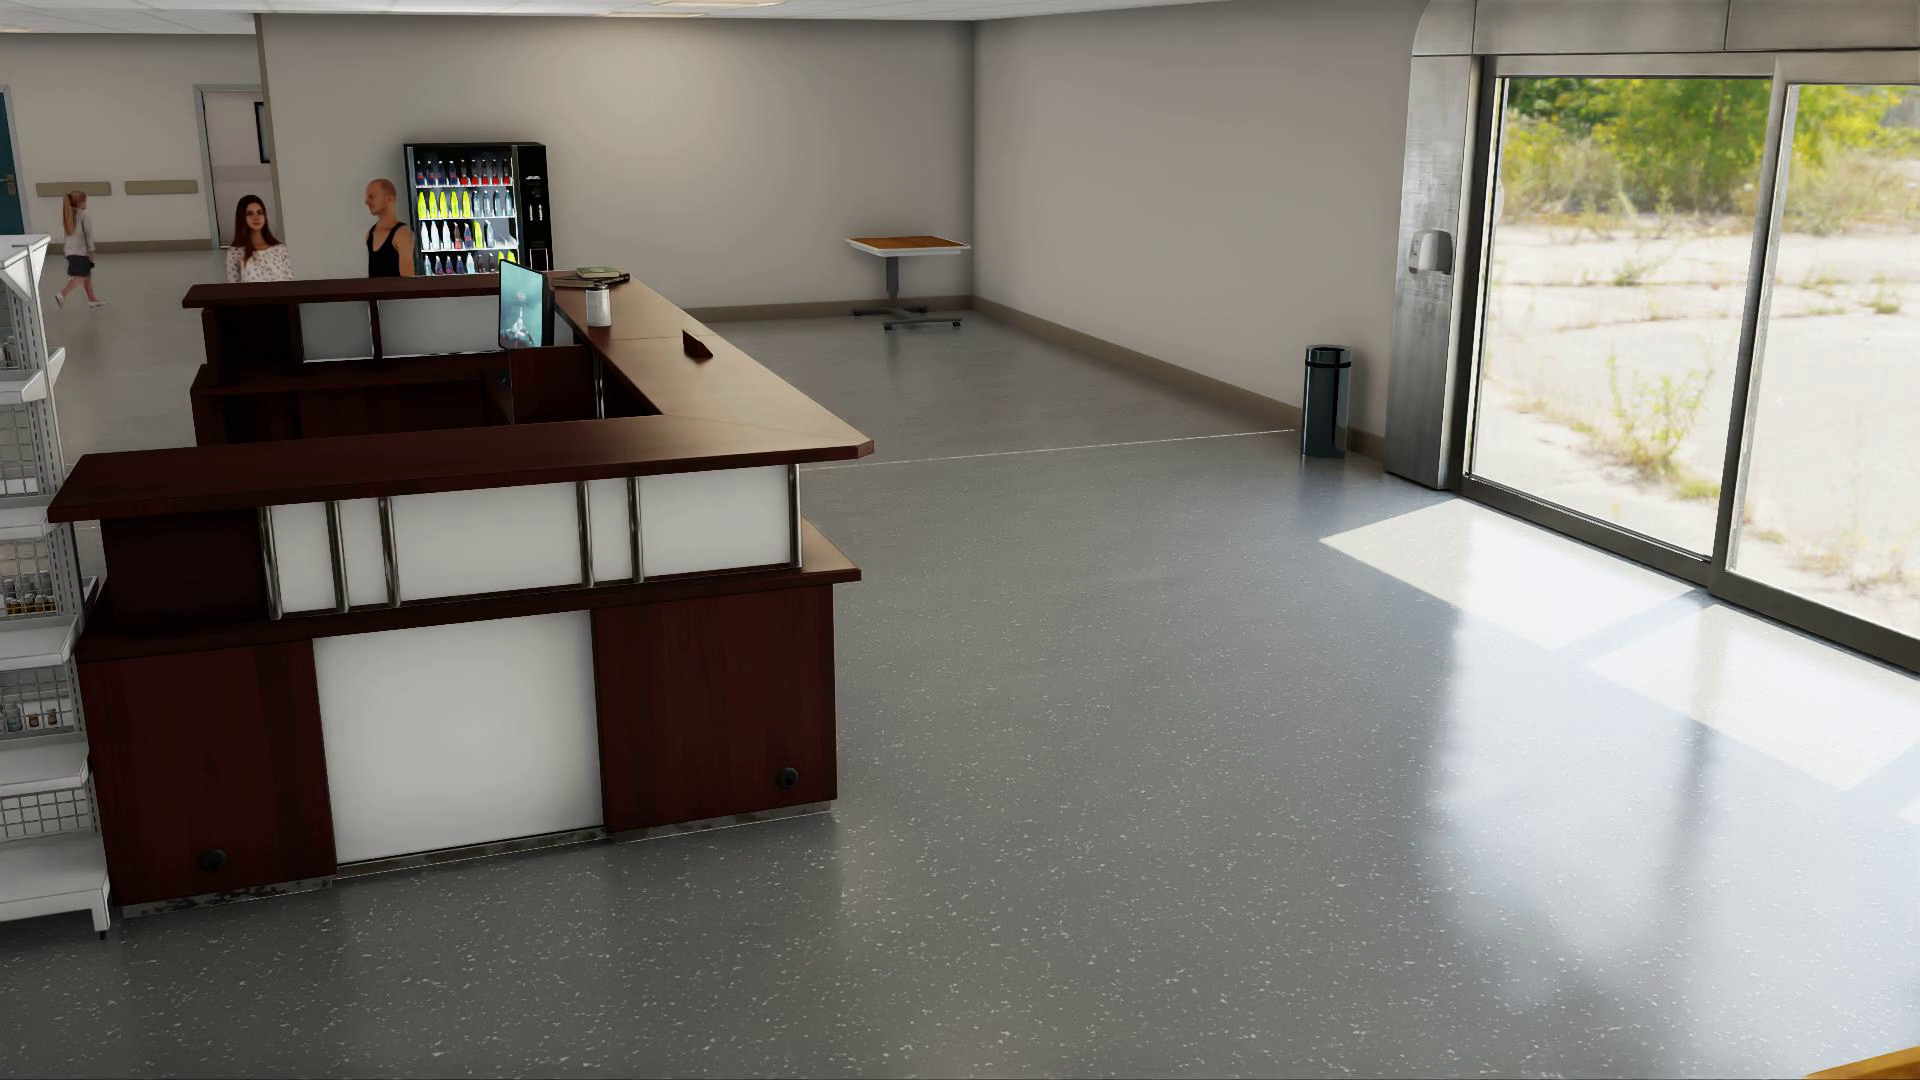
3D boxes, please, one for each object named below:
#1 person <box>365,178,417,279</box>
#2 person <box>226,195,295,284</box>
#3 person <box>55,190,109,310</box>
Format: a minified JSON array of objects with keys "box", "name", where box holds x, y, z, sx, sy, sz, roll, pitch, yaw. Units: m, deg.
[{"box":[-3.725,-1.480,11.064,0.724,1.810,0.707,13,20,38],"name":"person"},{"box":[-4.546,-1.380,10.866,0.572,1.724,0.708,-12,19,-35],"name":"person"},{"box":[-9.433,-3.052,17.673,0.840,1.242,0.915,8,17,25],"name":"person"}]
